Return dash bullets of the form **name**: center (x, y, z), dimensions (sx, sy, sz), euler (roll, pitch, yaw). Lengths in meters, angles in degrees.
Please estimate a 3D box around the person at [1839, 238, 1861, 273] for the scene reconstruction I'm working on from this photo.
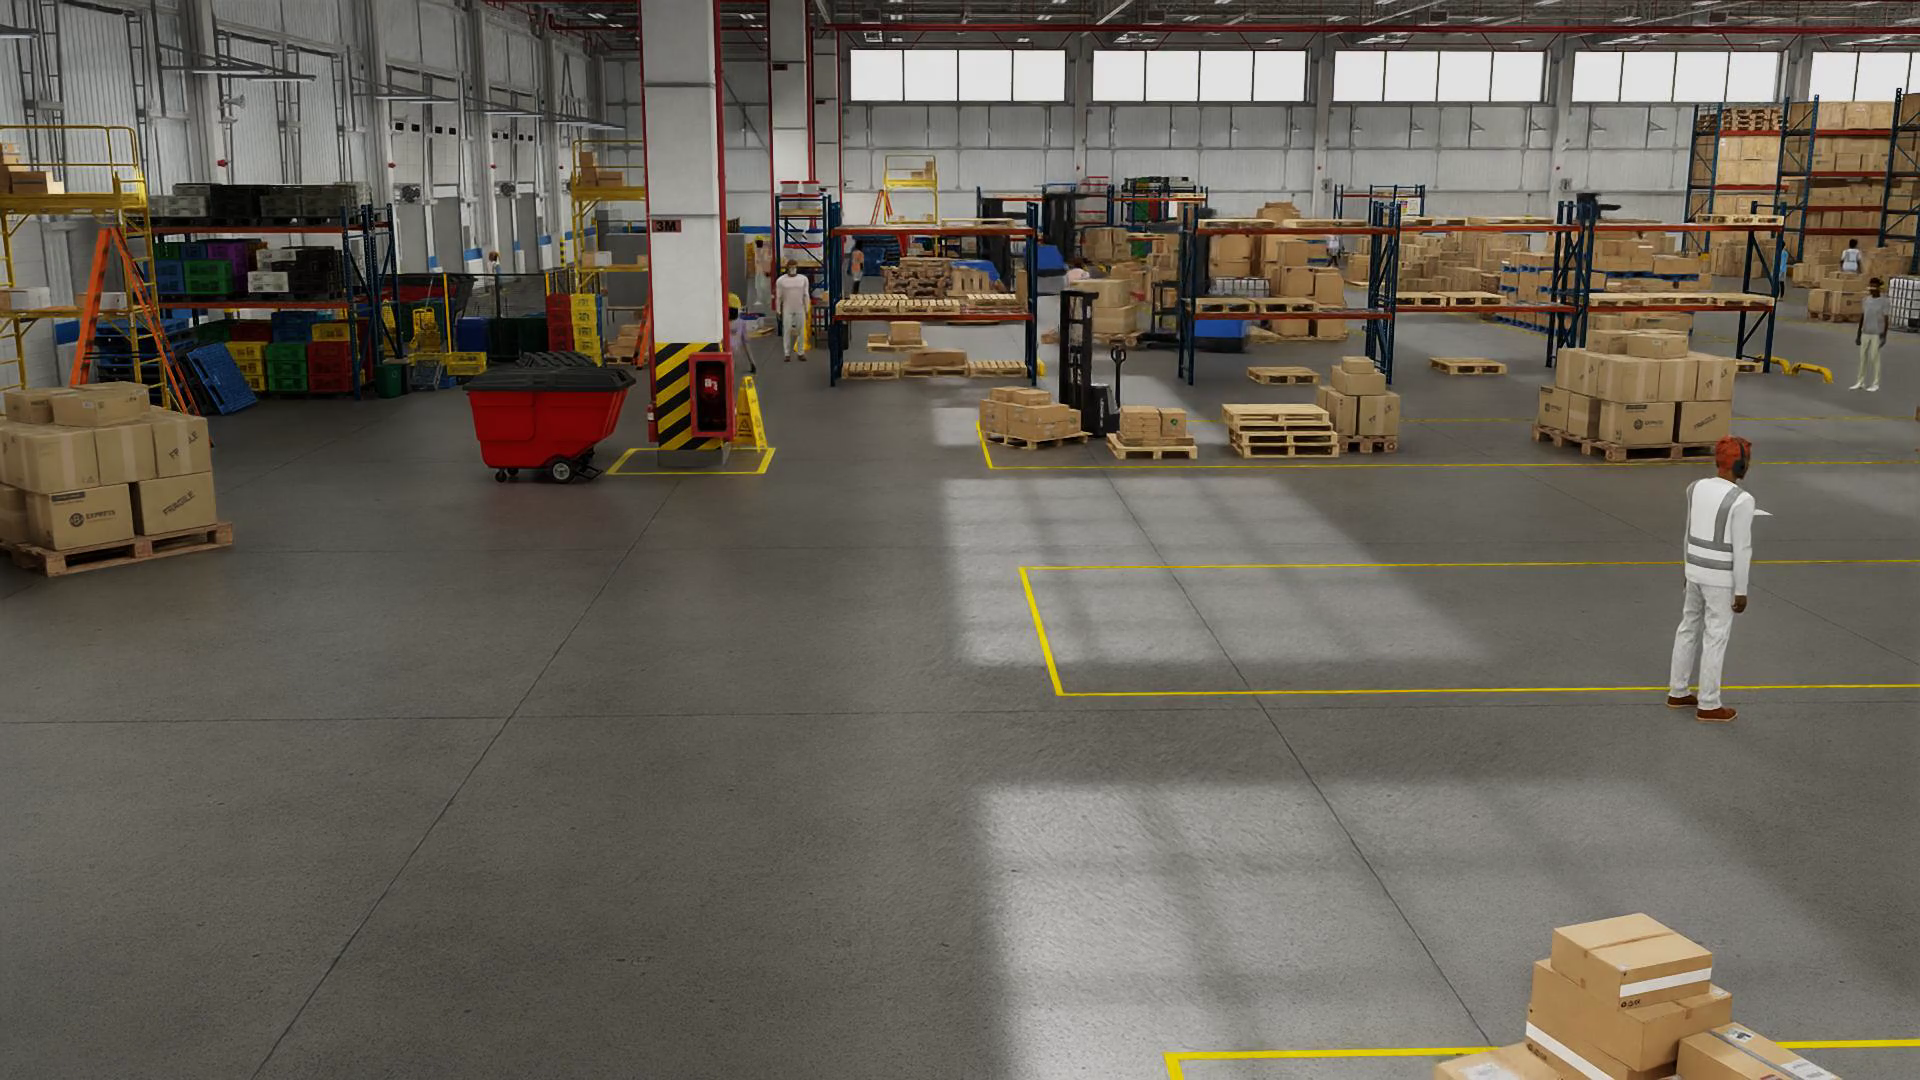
- **person**: center (25.413, -7.754, 47.455), dimensions (0.543, 1.679, 0.433), euler (0, 12, -2)

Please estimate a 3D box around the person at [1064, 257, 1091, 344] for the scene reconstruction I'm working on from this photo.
- **person**: center (2.420, -4.976, 34.619), dimensions (0.635, 1.825, 0.709), euler (9, 15, 36)

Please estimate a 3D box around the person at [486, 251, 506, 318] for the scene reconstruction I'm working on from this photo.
- **person**: center (-11.441, -6.265, 40.858), dimensions (0.527, 1.631, 0.314), euler (11, 17, 41)

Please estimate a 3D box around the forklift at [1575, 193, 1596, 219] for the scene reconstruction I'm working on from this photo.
- **forklift**: center (21.680, -10.676, 57.921), dimensions (1.873, 2.768, 1.129), euler (0, 12, -2)

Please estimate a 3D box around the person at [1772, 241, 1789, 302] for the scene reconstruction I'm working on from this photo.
- **person**: center (22.591, -7.405, 45.850), dimensions (0.530, 1.696, 0.321), euler (-8, 15, -31)

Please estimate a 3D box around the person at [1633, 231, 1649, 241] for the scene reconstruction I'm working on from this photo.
- **person**: center (19.875, -8.116, 48.531), dimensions (0.653, 1.925, 0.515), euler (-5, 13, -21)

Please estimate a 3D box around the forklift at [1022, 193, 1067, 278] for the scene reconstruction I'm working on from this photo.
- **forklift**: center (3.136, -10.348, 56.444), dimensions (1.873, 2.768, 1.129), euler (-7, 14, -29)

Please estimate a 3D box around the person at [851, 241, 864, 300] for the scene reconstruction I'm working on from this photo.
- **person**: center (-2.829, -7.461, 46.165), dimensions (0.558, 1.669, 0.598), euler (-7, 14, -30)

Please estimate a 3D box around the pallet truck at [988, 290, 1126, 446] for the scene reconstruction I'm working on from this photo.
- **pallet truck**: center (1.257, -2.299, 22.111), dimensions (1.885, 1.965, 0.823), euler (-9, 15, -35)

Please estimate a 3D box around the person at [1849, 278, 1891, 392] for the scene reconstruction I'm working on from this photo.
- **person**: center (14.931, -3.363, 27.238), dimensions (0.324, 1.857, 0.530), euler (-7, 14, -27)

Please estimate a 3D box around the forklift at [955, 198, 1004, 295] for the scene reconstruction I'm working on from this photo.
- **forklift**: center (0.884, -8.174, 46.626), dimensions (1.873, 2.768, 1.129), euler (-4, 13, -18)

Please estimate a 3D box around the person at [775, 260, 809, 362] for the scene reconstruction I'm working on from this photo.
- **person**: center (-3.169, -4.333, 31.456), dimensions (0.640, 1.928, 0.379), euler (-4, 13, -18)

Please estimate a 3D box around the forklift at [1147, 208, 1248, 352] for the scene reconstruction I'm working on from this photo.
- **forklift**: center (4.816, -5.243, 33.394), dimensions (1.873, 2.768, 1.129), euler (3, 13, 15)

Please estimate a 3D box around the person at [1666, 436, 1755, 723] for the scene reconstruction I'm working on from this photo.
- **person**: center (4.933, 0.252, 10.883), dimensions (0.354, 1.876, 0.574), euler (-3, 13, -15)

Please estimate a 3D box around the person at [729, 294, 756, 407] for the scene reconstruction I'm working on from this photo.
- **person**: center (-3.211, -2.507, 23.342), dimensions (0.991, 1.865, 0.627), euler (11, 17, 41)

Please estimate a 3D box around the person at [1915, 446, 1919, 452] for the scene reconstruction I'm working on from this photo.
- **person**: center (12.558, -2.112, 21.168), dimensions (0.684, 2.000, 0.538), euler (-1, 13, -6)

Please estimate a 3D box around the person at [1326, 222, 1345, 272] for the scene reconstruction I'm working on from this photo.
- **person**: center (13.319, -10.416, 59.025), dimensions (1.012, 1.881, 0.545), euler (-8, 15, -32)

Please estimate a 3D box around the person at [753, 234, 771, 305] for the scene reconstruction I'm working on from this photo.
- **person**: center (-5.339, -7.288, 44.831), dimensions (0.466, 1.912, 0.611), euler (-11, 17, -42)
